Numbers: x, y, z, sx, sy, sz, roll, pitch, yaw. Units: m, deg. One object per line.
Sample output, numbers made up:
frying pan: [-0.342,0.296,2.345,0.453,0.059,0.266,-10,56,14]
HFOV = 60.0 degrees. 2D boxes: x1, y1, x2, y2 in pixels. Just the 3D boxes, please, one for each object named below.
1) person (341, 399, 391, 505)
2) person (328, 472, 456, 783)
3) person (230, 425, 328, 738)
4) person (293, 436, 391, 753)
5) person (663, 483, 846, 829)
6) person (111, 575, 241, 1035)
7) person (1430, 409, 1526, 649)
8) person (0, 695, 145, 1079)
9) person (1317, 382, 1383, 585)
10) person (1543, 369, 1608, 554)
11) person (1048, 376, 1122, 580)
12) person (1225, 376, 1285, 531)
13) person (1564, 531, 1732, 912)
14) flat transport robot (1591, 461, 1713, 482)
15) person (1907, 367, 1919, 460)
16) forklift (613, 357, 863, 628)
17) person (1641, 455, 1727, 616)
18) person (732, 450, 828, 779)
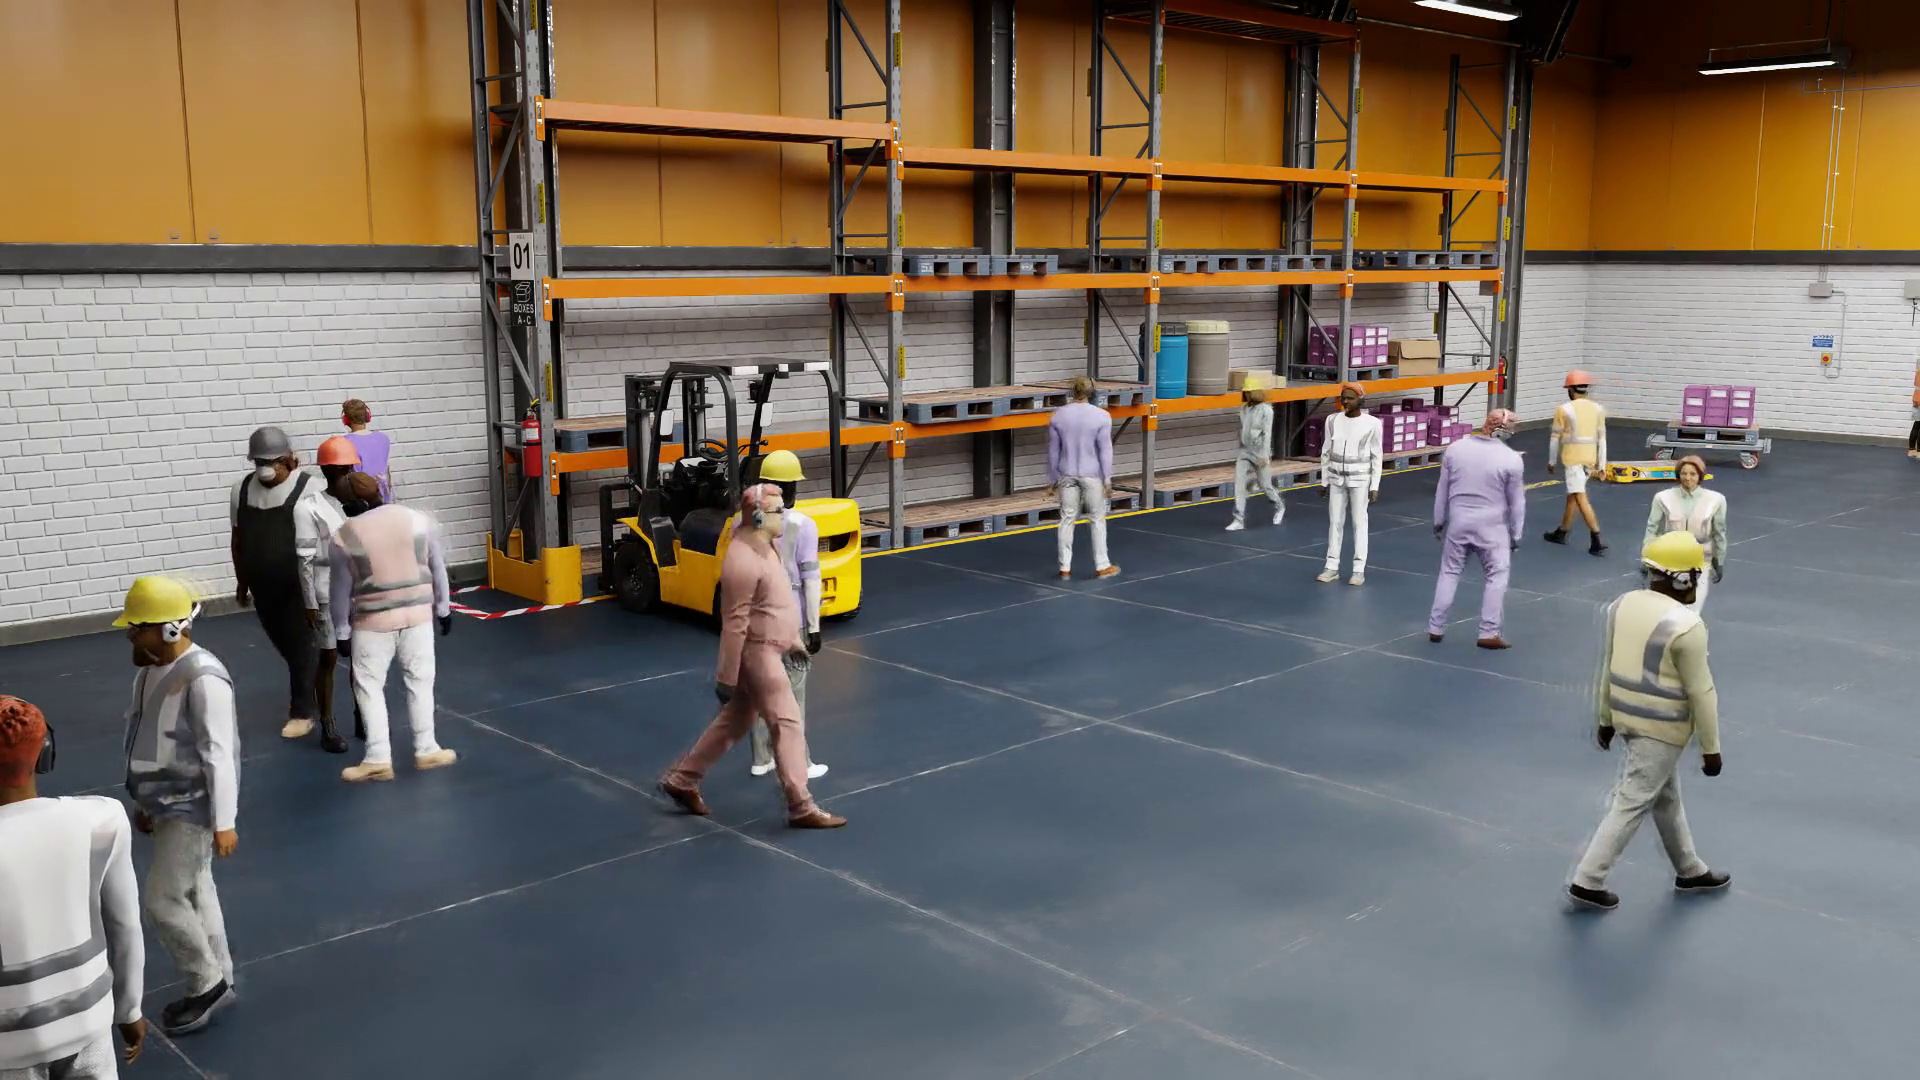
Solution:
person: [-5.009,-0.267,14.024,0.392,1.842,0.564,5,11,26]
person: [-3.307,0.490,9.727,0.714,1.807,0.432,-7,12,-34]
person: [-4.331,0.187,10.783,0.698,2.000,0.880,2,10,10]
person: [-3.797,0.326,10.261,0.347,1.943,0.545,8,12,38]
person: [-1.134,0.613,8.824,0.962,1.870,0.635,0,10,-2]
person: [-3.078,1.031,6.497,0.494,1.811,0.616,-9,13,-44]
person: [4.026,-0.095,12.936,0.719,1.867,0.399,8,13,39]
person: [-2.489,1.340,4.490,0.342,1.882,0.579,8,12,38]
person: [3.608,-0.524,15.409,0.572,1.883,0.358,7,12,35]
person: [6.417,-0.809,17.146,0.528,1.880,1.058,-3,10,-18]
person: [1.170,-0.578,15.653,0.701,1.919,0.582,5,11,28]
person: [3.313,-0.973,18.528,0.787,1.713,0.488,-9,14,-44]
person: [3.226,0.843,7.700,0.928,1.787,0.610,-2,10,-11]
flat transport robot: [9.377,-0.939,22.543,1.431,0.197,0.652,-2,10,-11]
person: [14.413,-2.039,24.819,0.317,1.695,0.540,1,10,7]
forklift: [-1.847,-0.414,13.852,1.214,2.155,2.313,-9,13,-42]
person: [5.256,0.183,12.106,0.545,1.587,0.870,6,11,29]
person: [-1.045,0.439,9.639,0.589,1.927,0.388,5,11,29]
